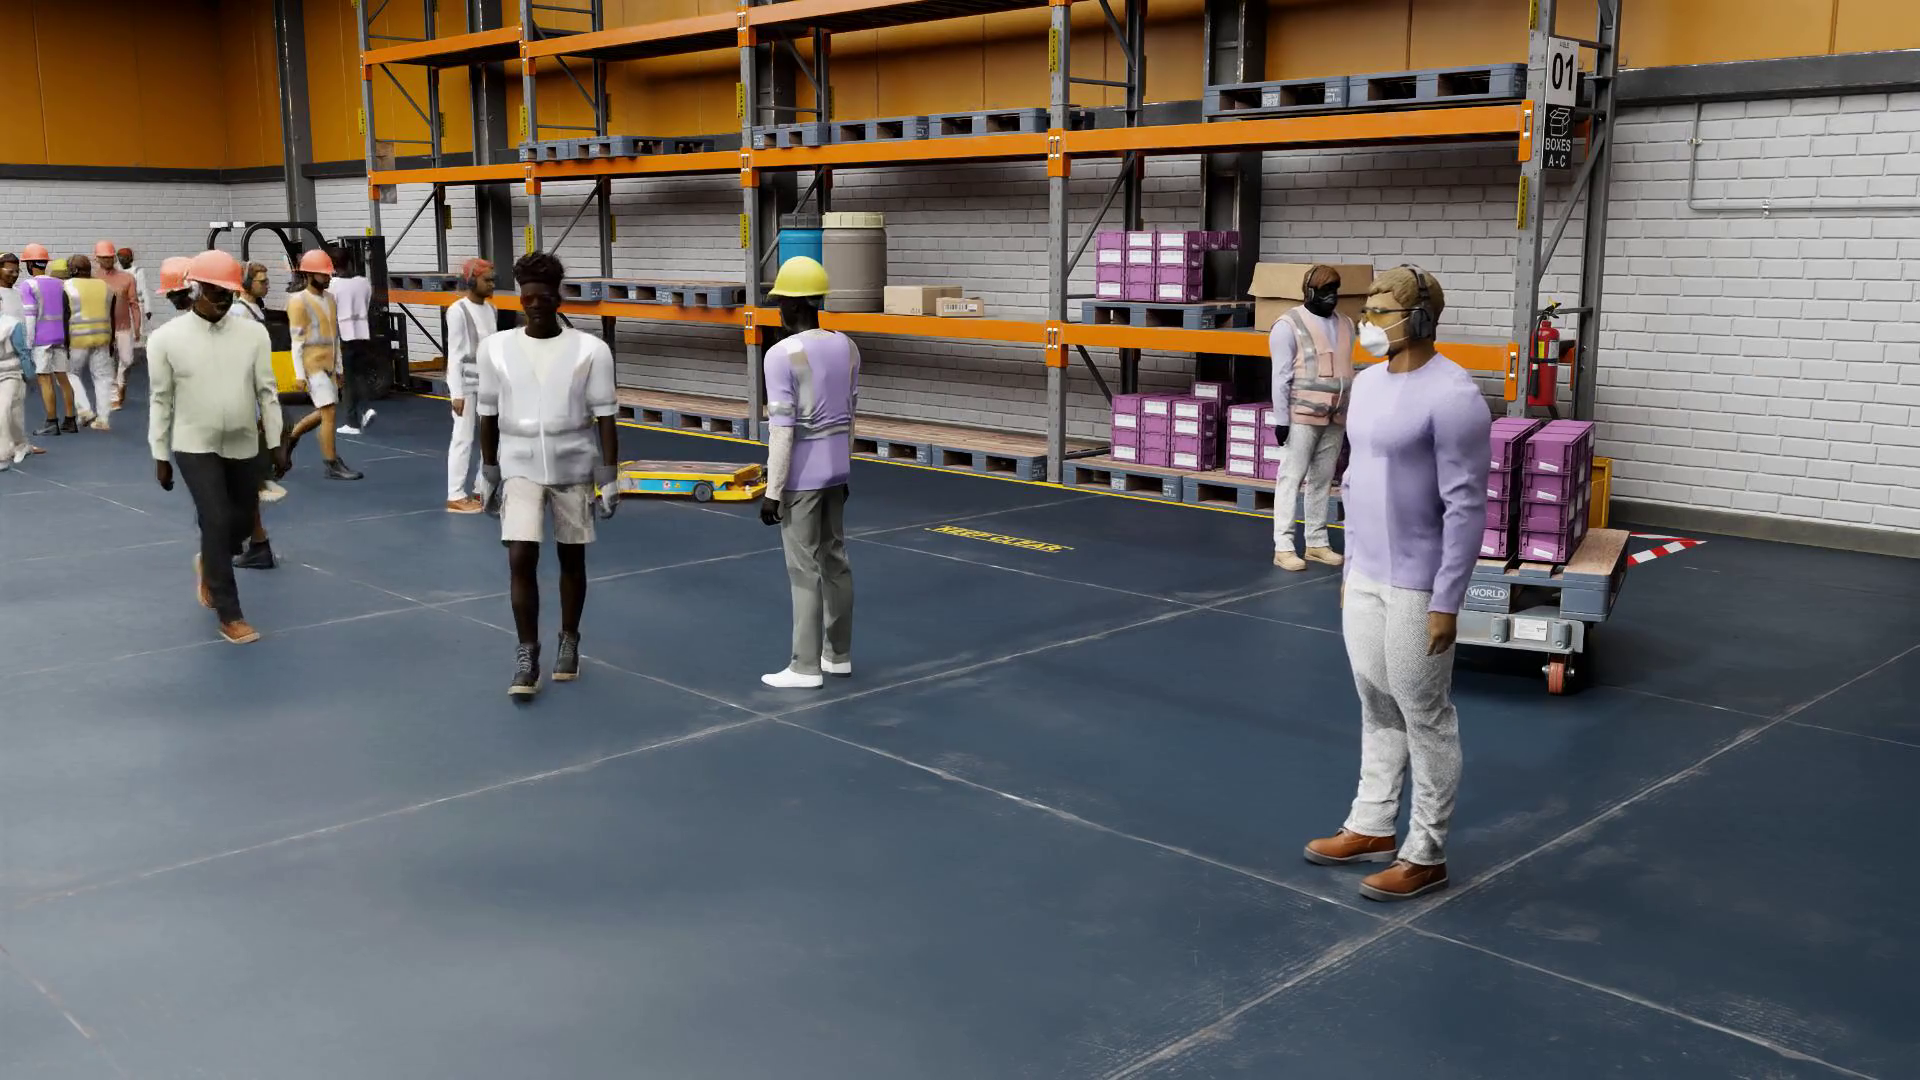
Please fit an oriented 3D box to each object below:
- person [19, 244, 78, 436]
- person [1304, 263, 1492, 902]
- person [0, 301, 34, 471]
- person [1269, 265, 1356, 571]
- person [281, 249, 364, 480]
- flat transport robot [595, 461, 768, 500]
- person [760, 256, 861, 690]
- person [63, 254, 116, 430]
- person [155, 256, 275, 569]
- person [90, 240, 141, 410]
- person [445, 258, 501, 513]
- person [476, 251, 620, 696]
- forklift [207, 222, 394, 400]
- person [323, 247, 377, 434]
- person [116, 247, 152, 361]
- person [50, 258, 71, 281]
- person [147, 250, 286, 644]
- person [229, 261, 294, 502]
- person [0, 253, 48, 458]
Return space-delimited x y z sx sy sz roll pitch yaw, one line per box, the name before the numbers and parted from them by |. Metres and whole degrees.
person | -9.283 -2.023 16.860 0.375 1.935 0.551 3 11 17
person | 1.354 0.133 5.096 0.375 1.939 0.628 -3 11 -17
person | -8.374 -1.416 14.518 0.530 1.580 0.891 0 10 -2
person | 2.165 -0.741 10.128 0.629 1.842 0.429 -6 12 -32
person | -5.388 -1.441 13.759 0.791 1.912 0.555 2 11 9
flat transport robot | -2.190 -0.477 12.972 1.431 0.197 0.652 2 11 13
person | -0.680 -0.292 7.441 0.359 1.930 0.587 6 12 31
person | -9.064 -2.044 17.274 0.458 1.825 0.644 7 13 34
person | -4.517 -0.751 10.041 0.704 1.891 0.578 3 11 17
person | -9.933 -2.517 19.473 0.618 1.974 0.736 -7 12 -33
person | -3.537 -1.104 12.084 0.512 1.856 0.597 3 11 16
person | -1.820 -0.278 7.314 0.634 1.940 0.790 -2 10 -8
forklift | -8.169 -2.758 20.163 2.313 2.155 1.214 -10 14 -44
person | -6.242 -2.026 16.951 0.450 1.902 0.611 6 12 30
person | -12.753 -3.605 25.742 0.586 1.854 0.809 1 10 8
person | -11.992 -2.908 22.261 0.494 1.720 0.688 0 10 -2
person | -3.816 -0.492 8.475 0.613 1.960 0.889 -10 14 -43
person | -5.278 -1.179 12.546 0.431 1.827 0.519 -1 10 -7
person | -8.669 -1.684 15.223 0.326 1.862 0.518 1 10 3
